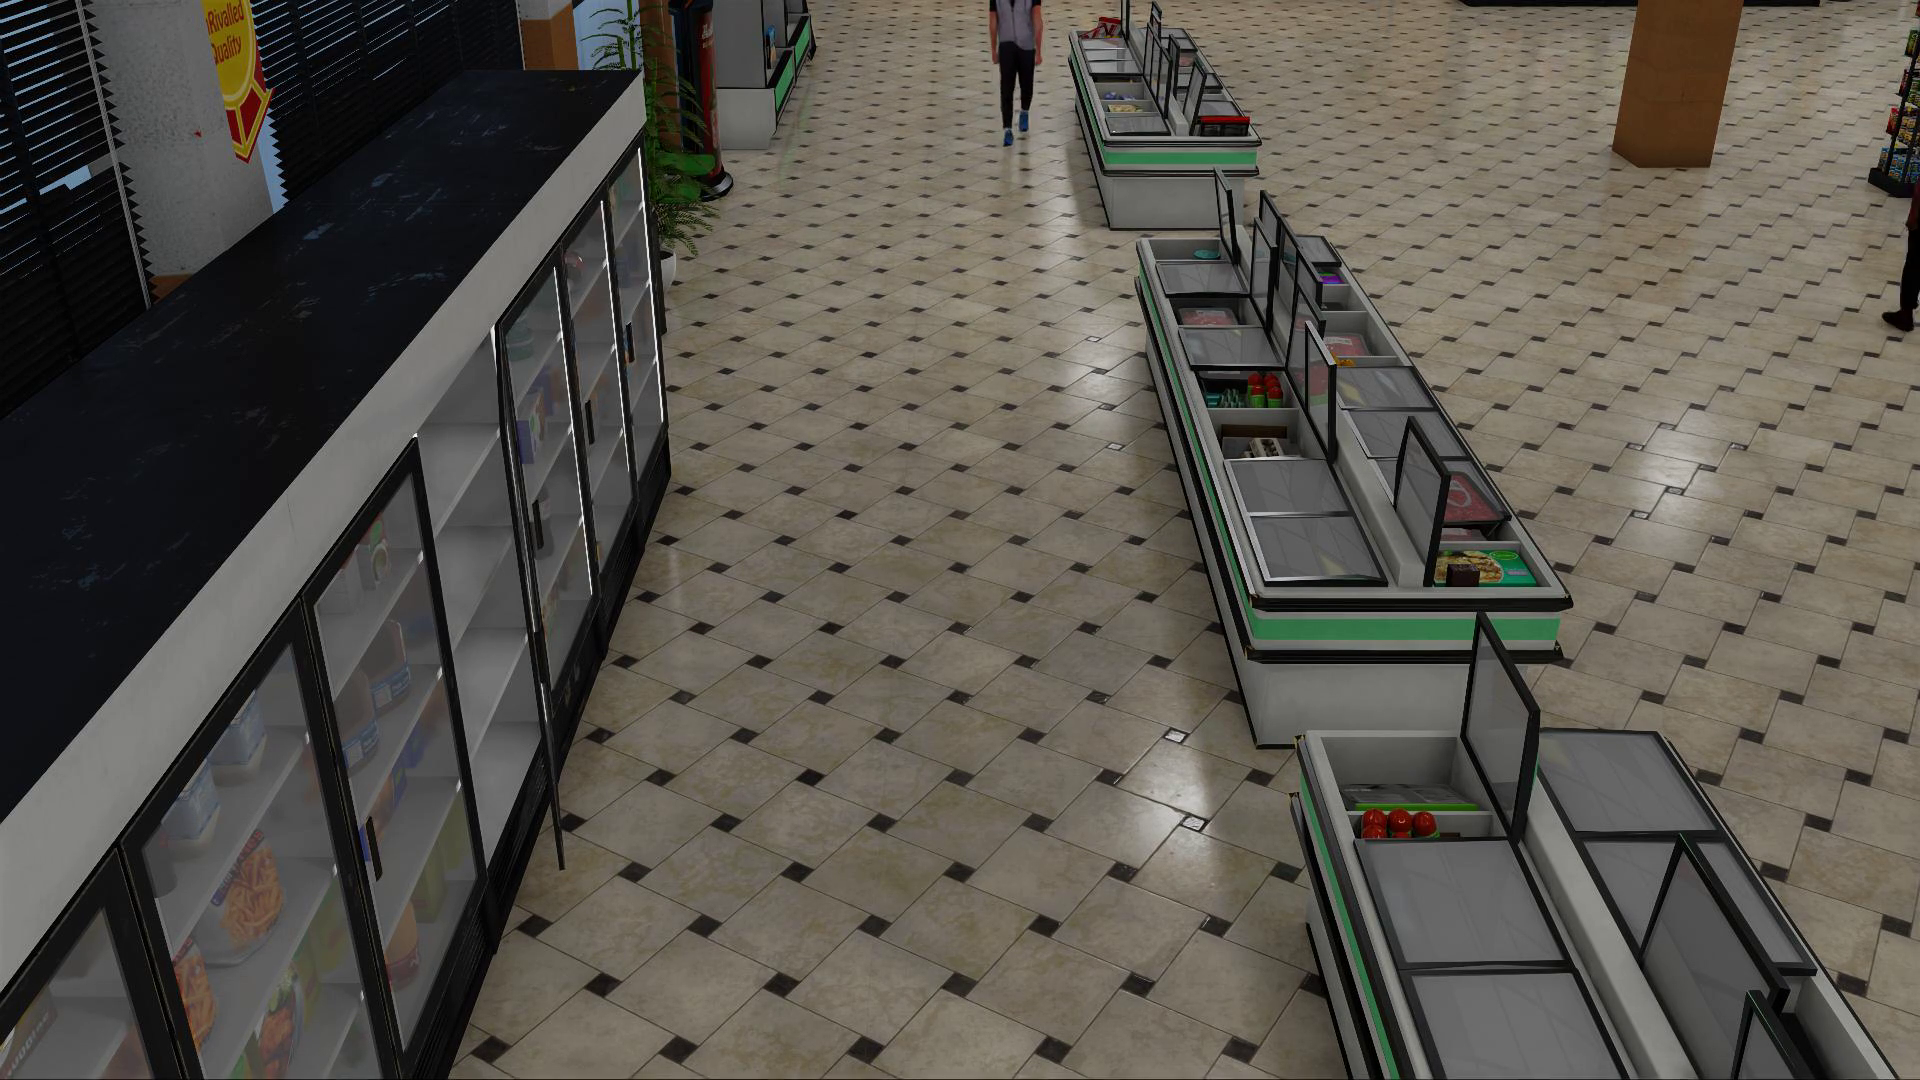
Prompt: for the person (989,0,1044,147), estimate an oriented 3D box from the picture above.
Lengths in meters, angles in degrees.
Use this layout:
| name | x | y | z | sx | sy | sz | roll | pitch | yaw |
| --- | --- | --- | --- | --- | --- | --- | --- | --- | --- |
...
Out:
| name | x | y | z | sx | sy | sz | roll | pitch | yaw |
| --- | --- | --- | --- | --- | --- | --- | --- | --- | --- |
| person | 0.578 | -4.870 | 16.522 | 0.744 | 1.788 | 1.231 | 2 | 27 | 3 |
